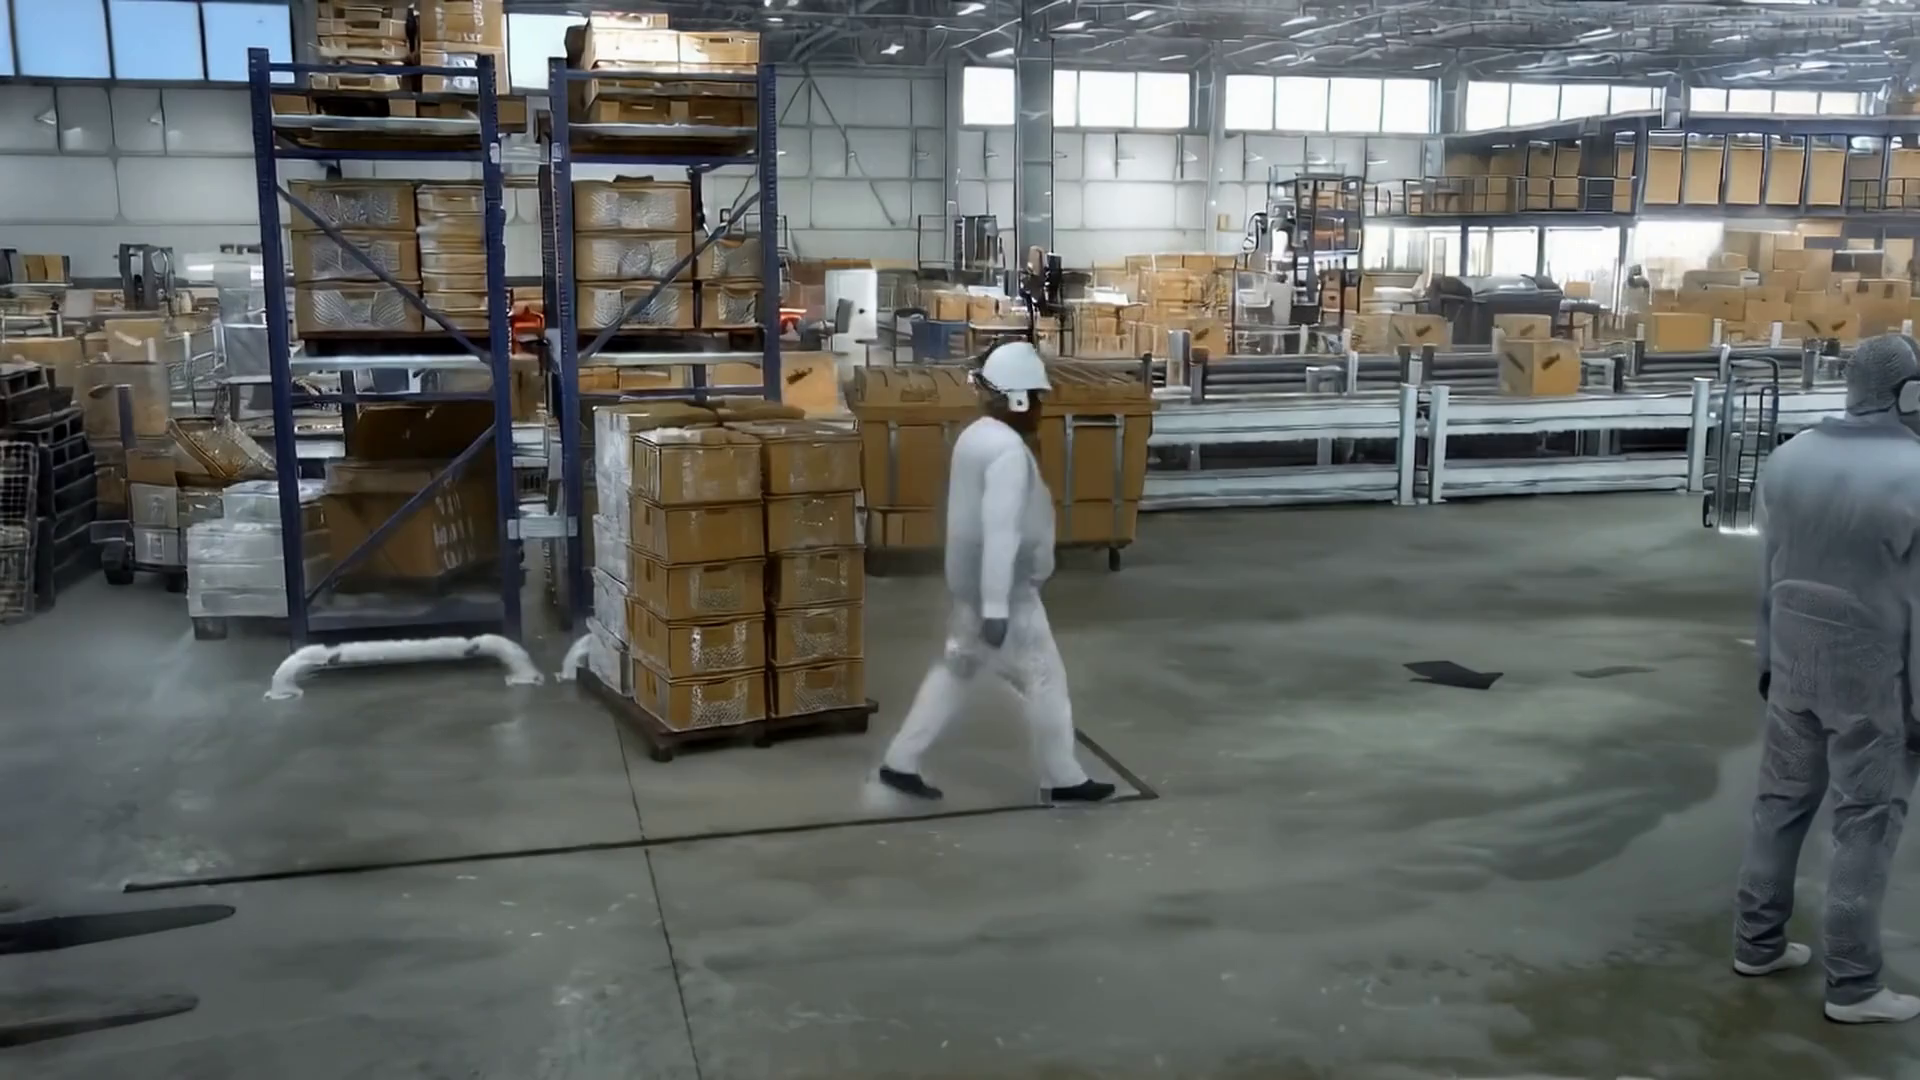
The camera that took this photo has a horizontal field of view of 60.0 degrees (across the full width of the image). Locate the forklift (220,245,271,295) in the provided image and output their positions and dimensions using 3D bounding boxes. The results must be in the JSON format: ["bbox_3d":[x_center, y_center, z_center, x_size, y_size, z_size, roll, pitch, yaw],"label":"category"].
[{"bbox_3d":[-17.749,-6.334,41.440,1.157,1.987,2.680,-3,10,-17],"label":"forklift"}]

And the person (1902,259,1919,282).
[{"bbox_3d":[19.966,-4.956,34.882,0.615,1.865,0.420,-2,10,-10],"label":"person"}]

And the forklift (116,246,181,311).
[{"bbox_3d":[-19.966,-6.232,40.894,1.157,1.987,2.680,-3,10,-15],"label":"forklift"}]

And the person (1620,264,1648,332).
[{"bbox_3d":[14.363,-4.999,35.455,0.535,1.749,0.529,4,11,20],"label":"person"}]

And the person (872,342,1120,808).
[{"bbox_3d":[0.105,0.151,6.232,0.932,1.783,0.600,-3,10,-16],"label":"person"}]

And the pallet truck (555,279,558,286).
[{"bbox_3d":[-10.604,-6.375,44.520,0.653,1.274,1.630,-3,10,-15],"label":"pallet truck"}]

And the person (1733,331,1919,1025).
[{"bbox_3d":[2.497,0.375,4.632,0.394,1.899,0.641,-4,11,-20],"label":"person"}]

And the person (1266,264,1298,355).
[{"bbox_3d":[5.378,-3.730,28.015,0.514,1.844,0.874,-7,12,-34],"label":"person"}]
